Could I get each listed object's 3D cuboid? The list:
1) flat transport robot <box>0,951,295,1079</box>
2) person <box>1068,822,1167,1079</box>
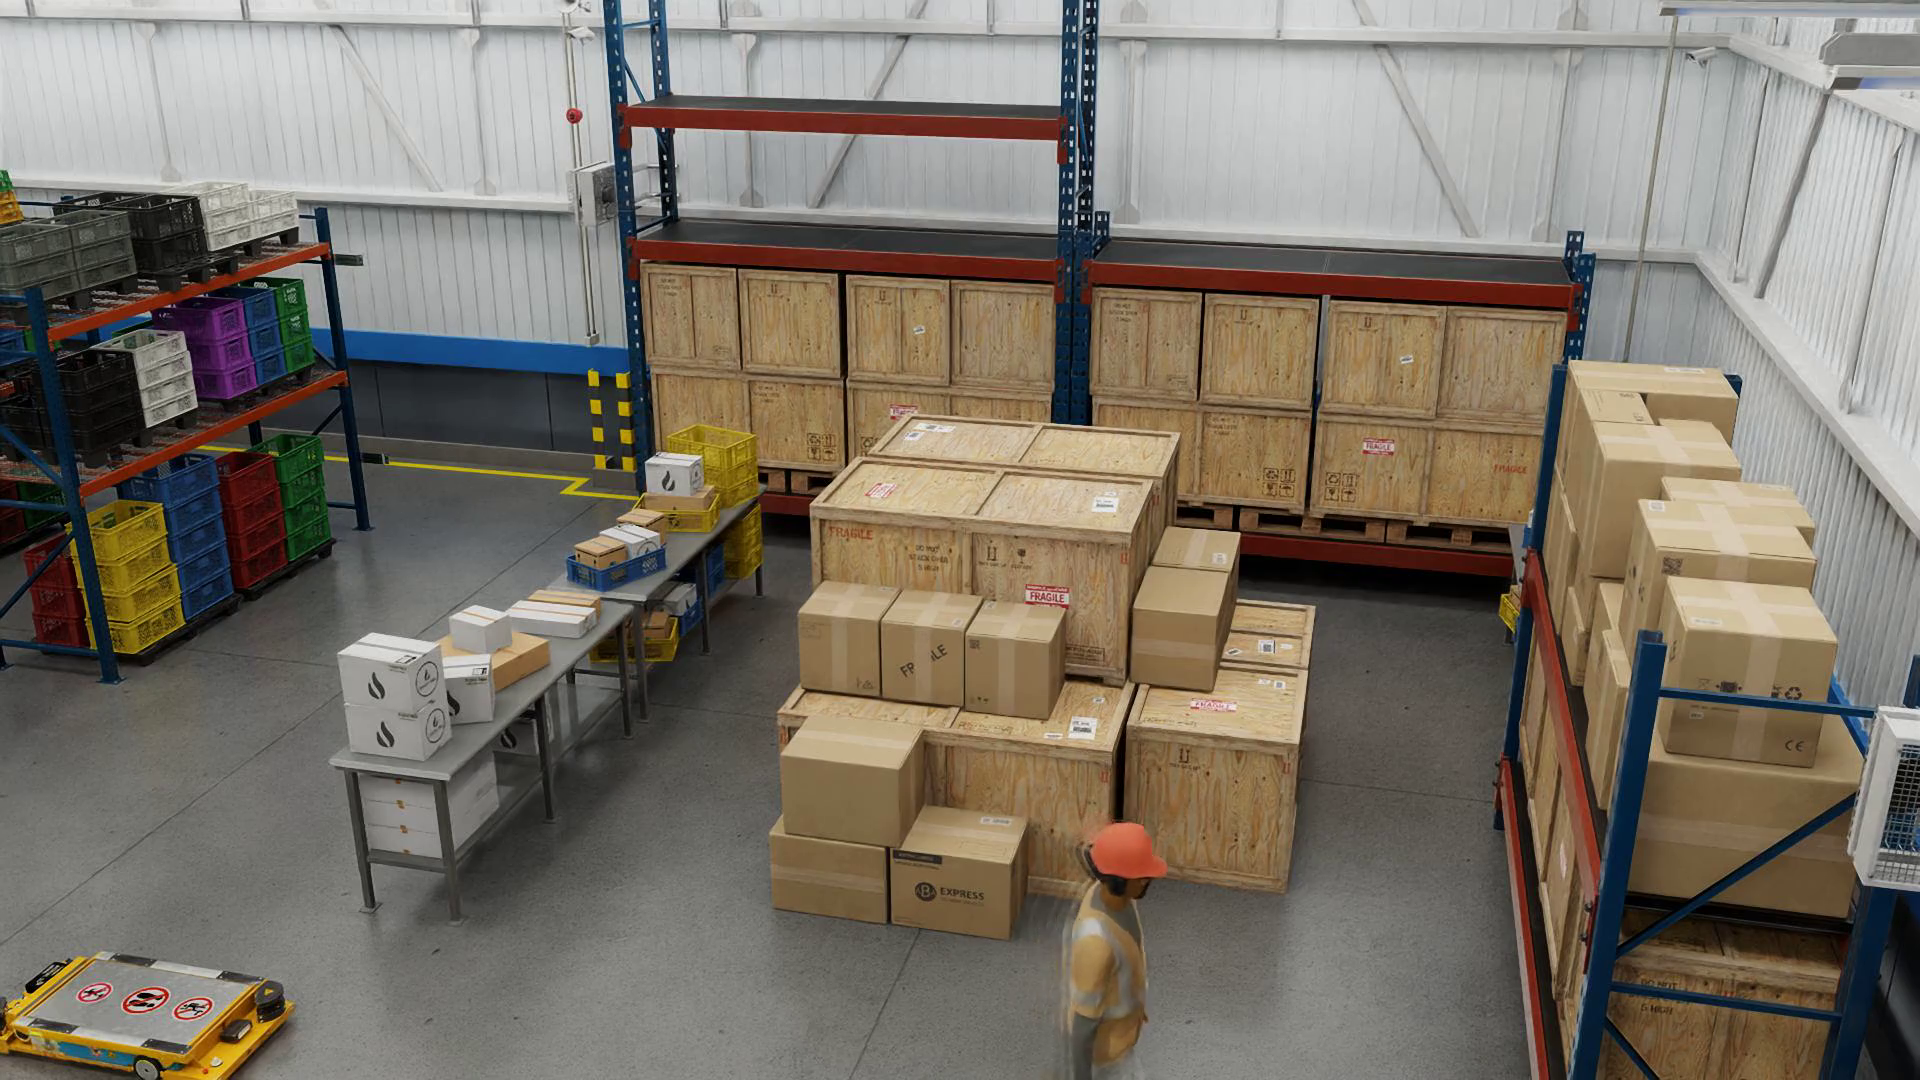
[{"bbox_3d":[-4.270,2.464,8.601,1.431,0.231,0.659,5,22,13],"label":"flat transport robot"},{"bbox_3d":[0.676,2.093,7.159,0.944,1.999,0.624,5,21,12],"label":"person"}]
